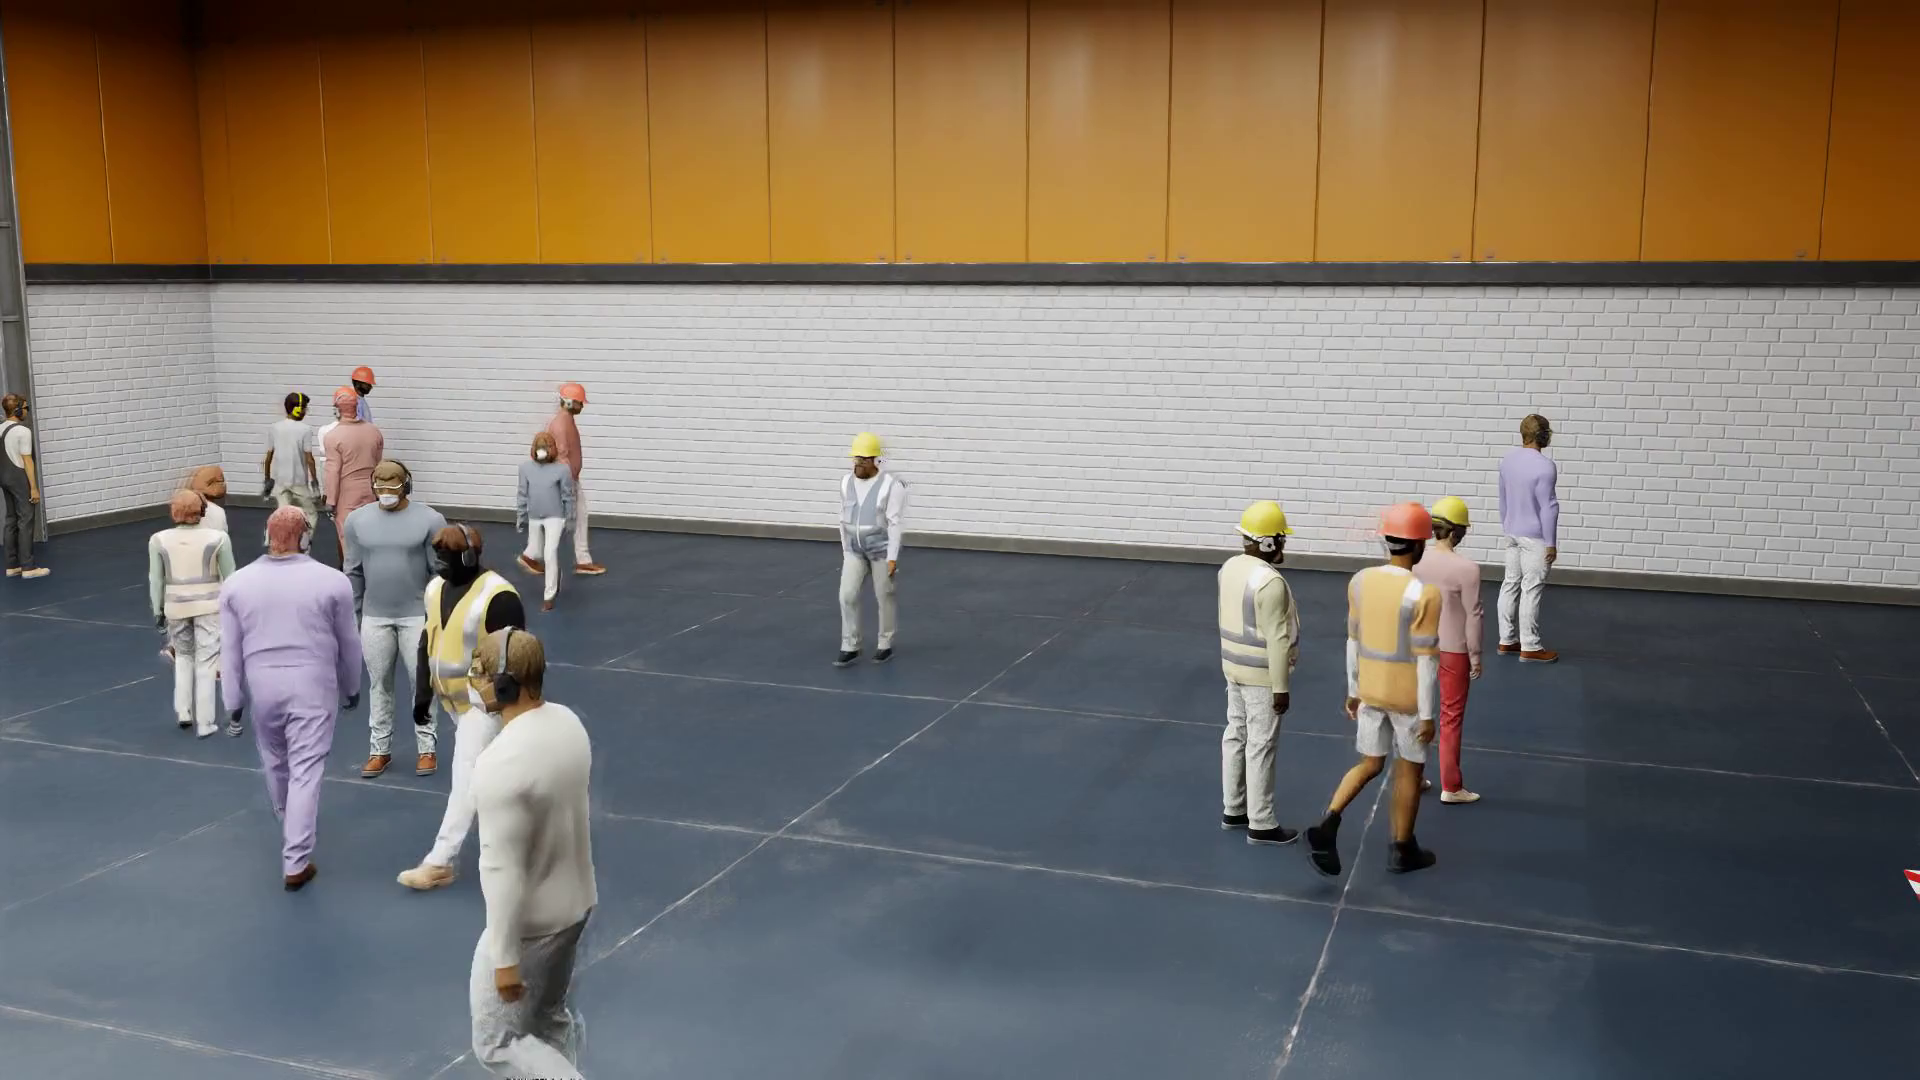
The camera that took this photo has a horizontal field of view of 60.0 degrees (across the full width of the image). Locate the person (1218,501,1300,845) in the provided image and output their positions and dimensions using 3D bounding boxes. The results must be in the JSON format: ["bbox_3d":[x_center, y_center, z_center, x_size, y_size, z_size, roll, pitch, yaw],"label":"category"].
[{"bbox_3d":[1.597,0.701,8.867,0.403,1.833,0.590,-3,10,-19],"label":"person"}]

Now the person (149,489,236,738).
[{"bbox_3d":[-5.003,0.476,10.913,0.513,1.623,0.502,-1,9,-8],"label":"person"}]

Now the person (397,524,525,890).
[{"bbox_3d":[-2.485,0.796,8.430,0.647,1.787,0.974,7,12,38],"label":"person"}]

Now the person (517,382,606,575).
[{"bbox_3d":[-4.015,-0.603,16.582,0.817,1.957,0.615,1,9,4],"label":"person"}]

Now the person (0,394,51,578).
[{"bbox_3d":[-9.347,-0.532,16.522,0.501,1.839,0.341,6,11,31],"label":"person"}]

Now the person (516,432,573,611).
[{"bbox_3d":[-3.746,-0.199,15.130,0.502,1.608,0.704,2,9,10],"label":"person"}]

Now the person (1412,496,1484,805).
[{"bbox_3d":[2.767,0.627,9.529,0.309,1.769,0.523,-7,12,-38],"label":"person"}]

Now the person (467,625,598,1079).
[{"bbox_3d":[-1.314,1.220,5.356,0.548,1.923,0.638,2,9,11],"label":"person"}]

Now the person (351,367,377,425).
[{"bbox_3d":[-7.026,-1.077,19.607,0.381,1.923,0.552,-3,10,-20],"label":"person"}]

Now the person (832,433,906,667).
[{"bbox_3d":[-0.719,0.088,12.720,0.610,1.805,0.695,4,10,25],"label":"person"}]

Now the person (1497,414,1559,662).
[{"bbox_3d":[4.446,-0.017,12.991,0.372,1.940,0.631,-3,10,-18],"label":"person"}]

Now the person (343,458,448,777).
[{"bbox_3d":[-3.384,0.462,10.020,0.628,1.940,0.373,-1,9,-5],"label":"person"}]

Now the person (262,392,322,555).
[{"bbox_3d":[-6.664,-0.551,16.608,0.692,1.837,0.575,1,9,8],"label":"person"}]

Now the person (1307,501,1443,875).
[{"bbox_3d":[2.093,0.764,8.241,0.775,1.911,0.563,-7,11,-36],"label":"person"}]

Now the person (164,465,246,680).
[{"bbox_3d":[-5.584,0.256,12.280,0.498,1.625,0.482,9,13,43],"label":"person"}]

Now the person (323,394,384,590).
[{"bbox_3d":[-5.690,-0.414,15.561,0.401,1.904,0.648,5,10,29],"label":"person"}]

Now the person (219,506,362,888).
[{"bbox_3d":[-3.361,0.747,8.493,0.639,1.851,1.000,-1,9,-4],"label":"person"}]

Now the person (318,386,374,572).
[{"bbox_3d":[-5.919,-0.524,16.140,0.552,1.935,0.374,-5,10,-27],"label":"person"}]
